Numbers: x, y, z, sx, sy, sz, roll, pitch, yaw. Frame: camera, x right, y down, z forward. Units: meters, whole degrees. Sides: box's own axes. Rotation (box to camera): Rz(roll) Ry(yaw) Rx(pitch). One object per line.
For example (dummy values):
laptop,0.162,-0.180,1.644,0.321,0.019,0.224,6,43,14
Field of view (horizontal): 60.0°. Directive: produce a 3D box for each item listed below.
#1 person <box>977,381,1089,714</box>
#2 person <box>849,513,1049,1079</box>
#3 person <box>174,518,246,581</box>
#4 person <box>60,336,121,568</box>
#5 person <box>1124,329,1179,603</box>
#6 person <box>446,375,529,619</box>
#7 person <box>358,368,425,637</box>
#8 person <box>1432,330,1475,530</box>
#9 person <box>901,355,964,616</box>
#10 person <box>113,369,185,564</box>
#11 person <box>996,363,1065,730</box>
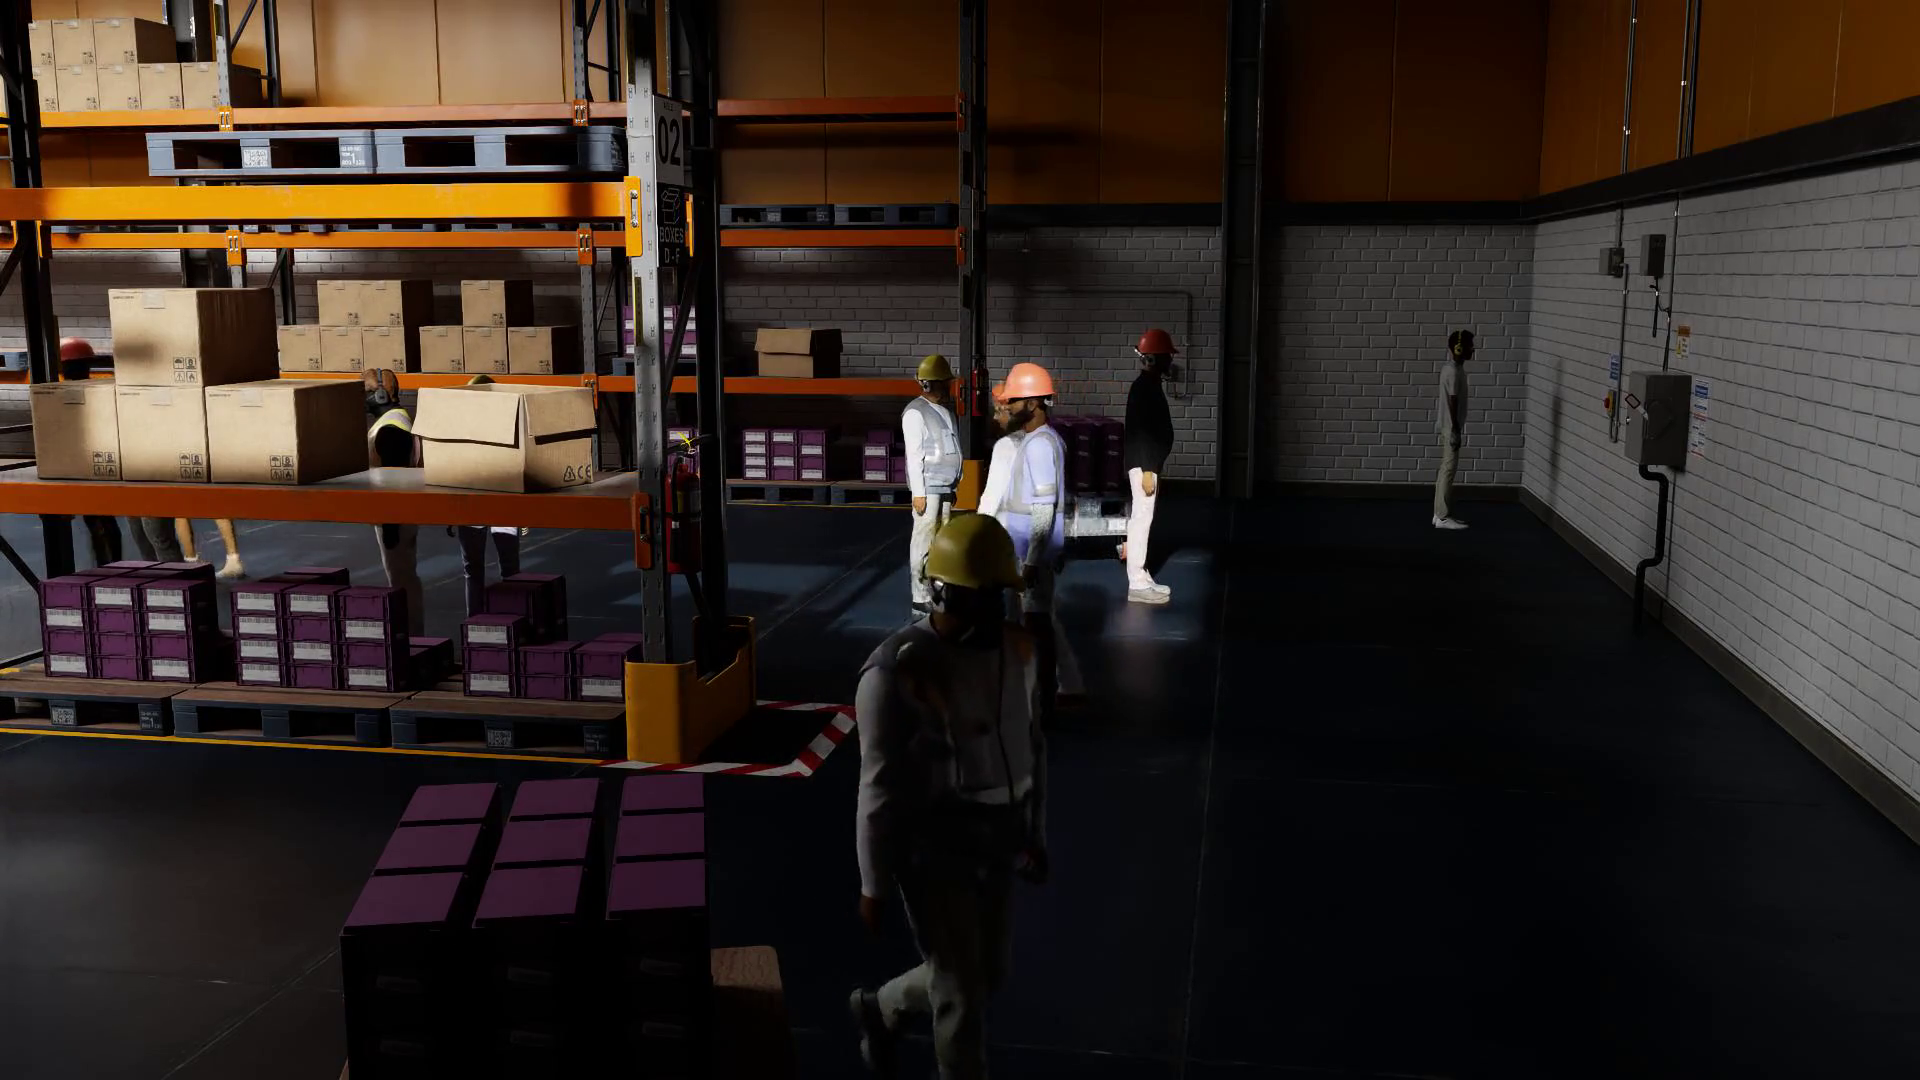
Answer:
person,0.344,0.025,9.182,0.950,1.836,0.573,5,10,27
person,-0.058,0.799,4.486,0.619,1.803,0.719,-9,13,-43
person,-5.950,-0.645,12.855,0.648,2.014,0.637,4,10,22
person,-6.538,-0.555,12.457,0.373,1.935,0.552,-2,9,-11
person,1.397,-0.546,12.210,0.387,1.996,0.611,2,9,12
person,-2.994,-0.161,10.539,0.533,1.765,0.322,-3,10,-19
person,-3.487,-0.137,10.195,0.430,1.835,0.621,-4,10,-22
person,4.654,-1.034,15.664,0.309,1.859,0.535,2,9,11
person,-0.177,-0.386,11.726,0.404,1.833,0.593,4,10,23
person,-5.498,-0.362,11.246,0.635,1.938,0.359,7,11,36
person,0.369,0.037,8.777,0.363,1.934,0.552,1,9,3
